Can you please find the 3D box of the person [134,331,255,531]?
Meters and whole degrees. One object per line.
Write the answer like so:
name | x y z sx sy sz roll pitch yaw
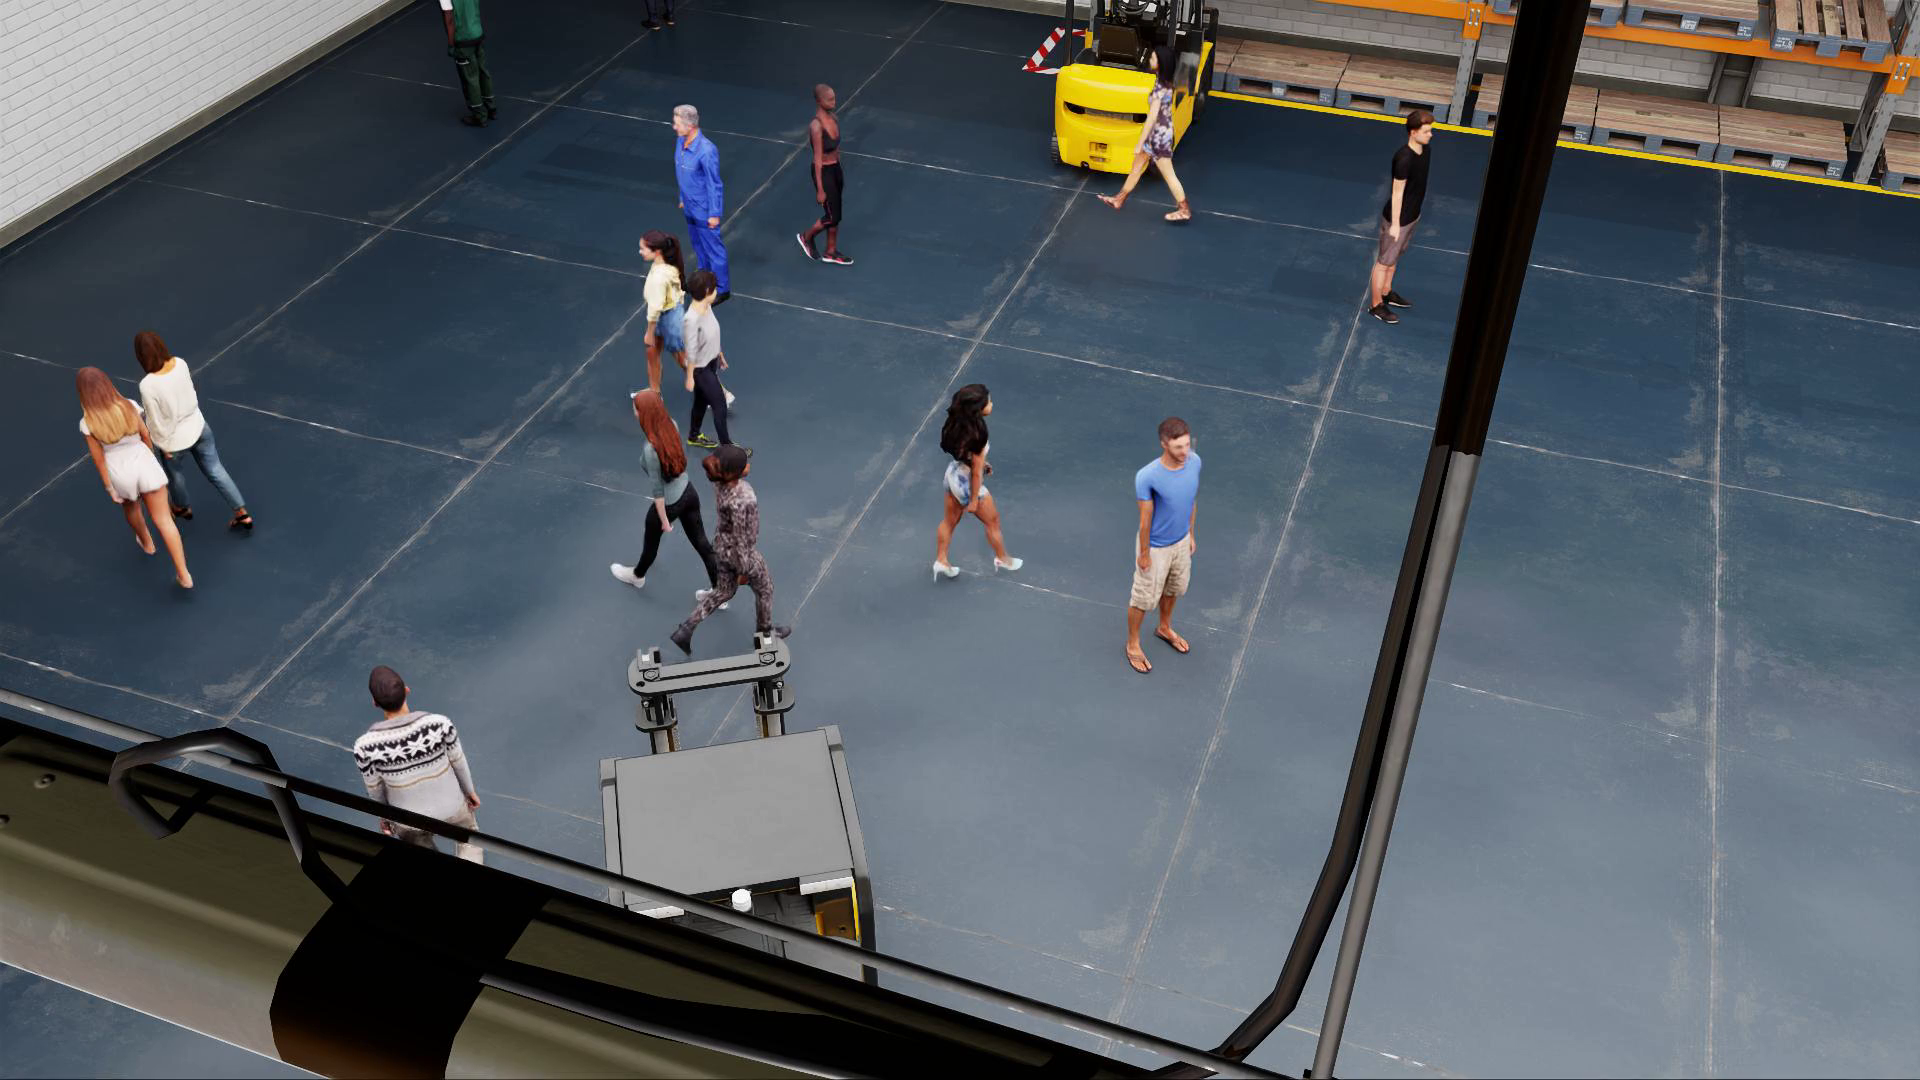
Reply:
person | -5.424 -0.726 11.764 0.990 1.644 0.662 16 41 19

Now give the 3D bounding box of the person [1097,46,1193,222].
person | 1.937 -3.718 15.484 1.194 1.678 0.761 6 39 8

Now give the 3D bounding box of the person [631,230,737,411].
person | -2.178 -1.666 12.981 1.181 1.594 0.871 1 39 1

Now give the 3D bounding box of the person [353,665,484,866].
person | -2.830 1.457 8.874 0.960 1.839 1.013 -14 41 -17

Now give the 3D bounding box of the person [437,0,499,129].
person | -5.110 -5.191 17.200 0.616 1.838 0.703 17 41 20

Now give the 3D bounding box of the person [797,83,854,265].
person | -1.270 -3.241 14.827 0.705 1.752 0.596 12 40 14

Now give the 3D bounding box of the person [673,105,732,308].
person | -2.227 -2.914 14.359 0.851 1.825 0.725 -25 45 -28

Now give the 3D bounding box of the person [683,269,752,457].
person | -2.028 -1.338 12.629 0.819 1.520 0.652 9 39 11

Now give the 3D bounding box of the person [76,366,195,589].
person | -5.596 -0.398 11.345 0.997 1.654 1.188 -24 45 -27

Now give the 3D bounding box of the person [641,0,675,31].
person | -3.590 -6.882 19.293 0.726 1.868 0.764 -23 44 -26

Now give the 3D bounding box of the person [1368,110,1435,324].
person | 3.760 -2.791 14.176 0.695 1.861 0.744 25 45 28

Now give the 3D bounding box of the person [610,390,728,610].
person | -1.840 -0.215 11.084 1.111 1.694 0.675 15 41 18

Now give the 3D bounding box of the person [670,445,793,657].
person | -1.515 0.107 10.683 1.079 1.691 1.038 -18 42 -21

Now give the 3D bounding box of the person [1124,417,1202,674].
person | 1.304 -0.009 10.690 0.738 1.864 0.767 -23 44 -26

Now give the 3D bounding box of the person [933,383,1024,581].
person | -0.028 -0.345 11.325 0.947 1.596 0.867 -14 41 -17
